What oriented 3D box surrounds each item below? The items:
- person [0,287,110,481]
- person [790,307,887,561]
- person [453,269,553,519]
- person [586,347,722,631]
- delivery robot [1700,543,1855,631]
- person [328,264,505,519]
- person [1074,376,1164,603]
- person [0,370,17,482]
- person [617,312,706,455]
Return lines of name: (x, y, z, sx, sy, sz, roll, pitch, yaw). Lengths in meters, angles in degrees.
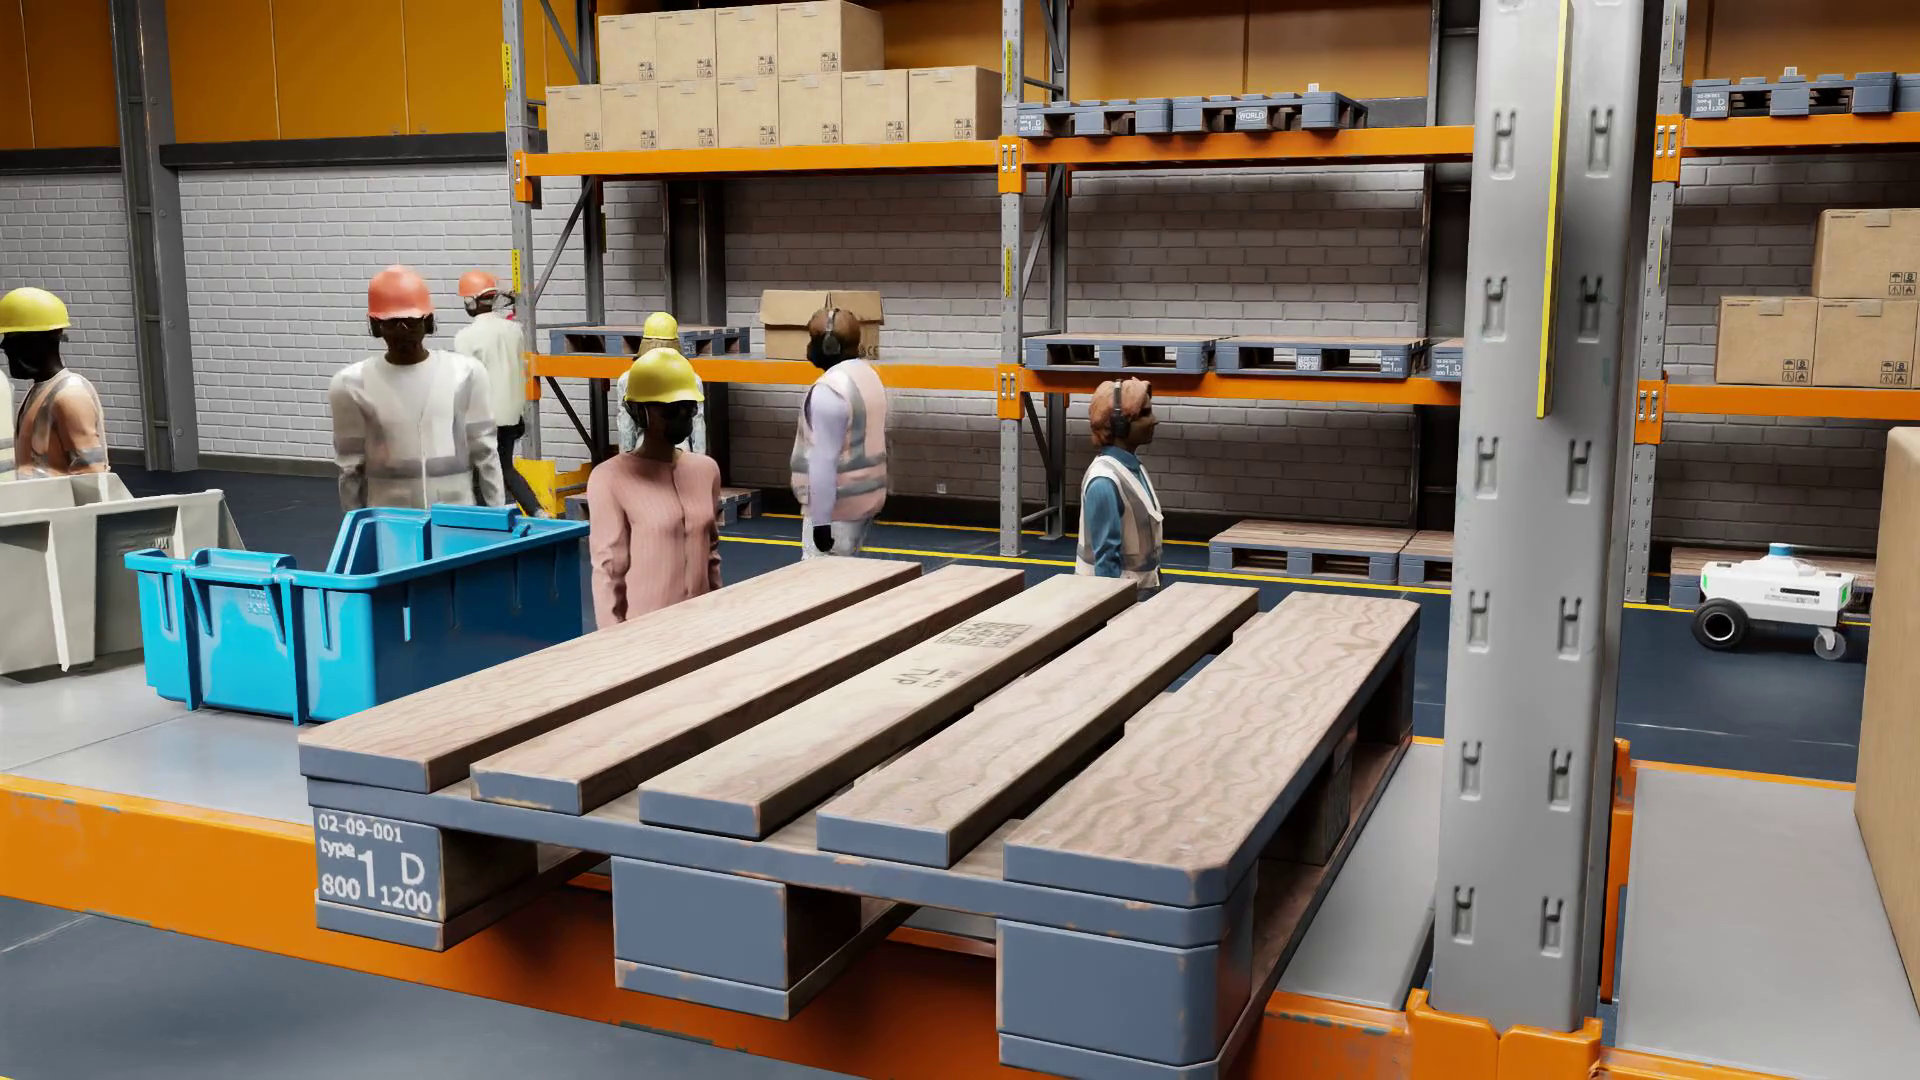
person: (-3.537, -0.021, 6.536, 0.384, 1.925, 0.593, -8, 12, -40)
person: (-0.502, -0.149, 7.618, 0.638, 1.825, 0.632, 3, 10, 17)
person: (-3.148, -0.842, 11.303, 0.606, 1.979, 0.639, 5, 11, 29)
person: (-0.905, 0.296, 5.118, 0.323, 1.769, 0.523, 7, 12, 36)
delivery robot: (4.264, 0.259, 8.680, 0.707, 0.478, 0.477, 6, 11, 31)
person: (-2.143, -0.074, 6.613, 0.647, 2.017, 0.769, -4, 10, -23)
person: (0.534, 0.272, 5.633, 0.309, 1.645, 0.515, 2, 10, 14)
person: (-4.936, -0.263, 8.319, 0.408, 1.824, 0.586, 0, 9, -2)
person: (-1.689, -0.419, 9.471, 0.494, 1.743, 0.305, -1, 9, -4)
